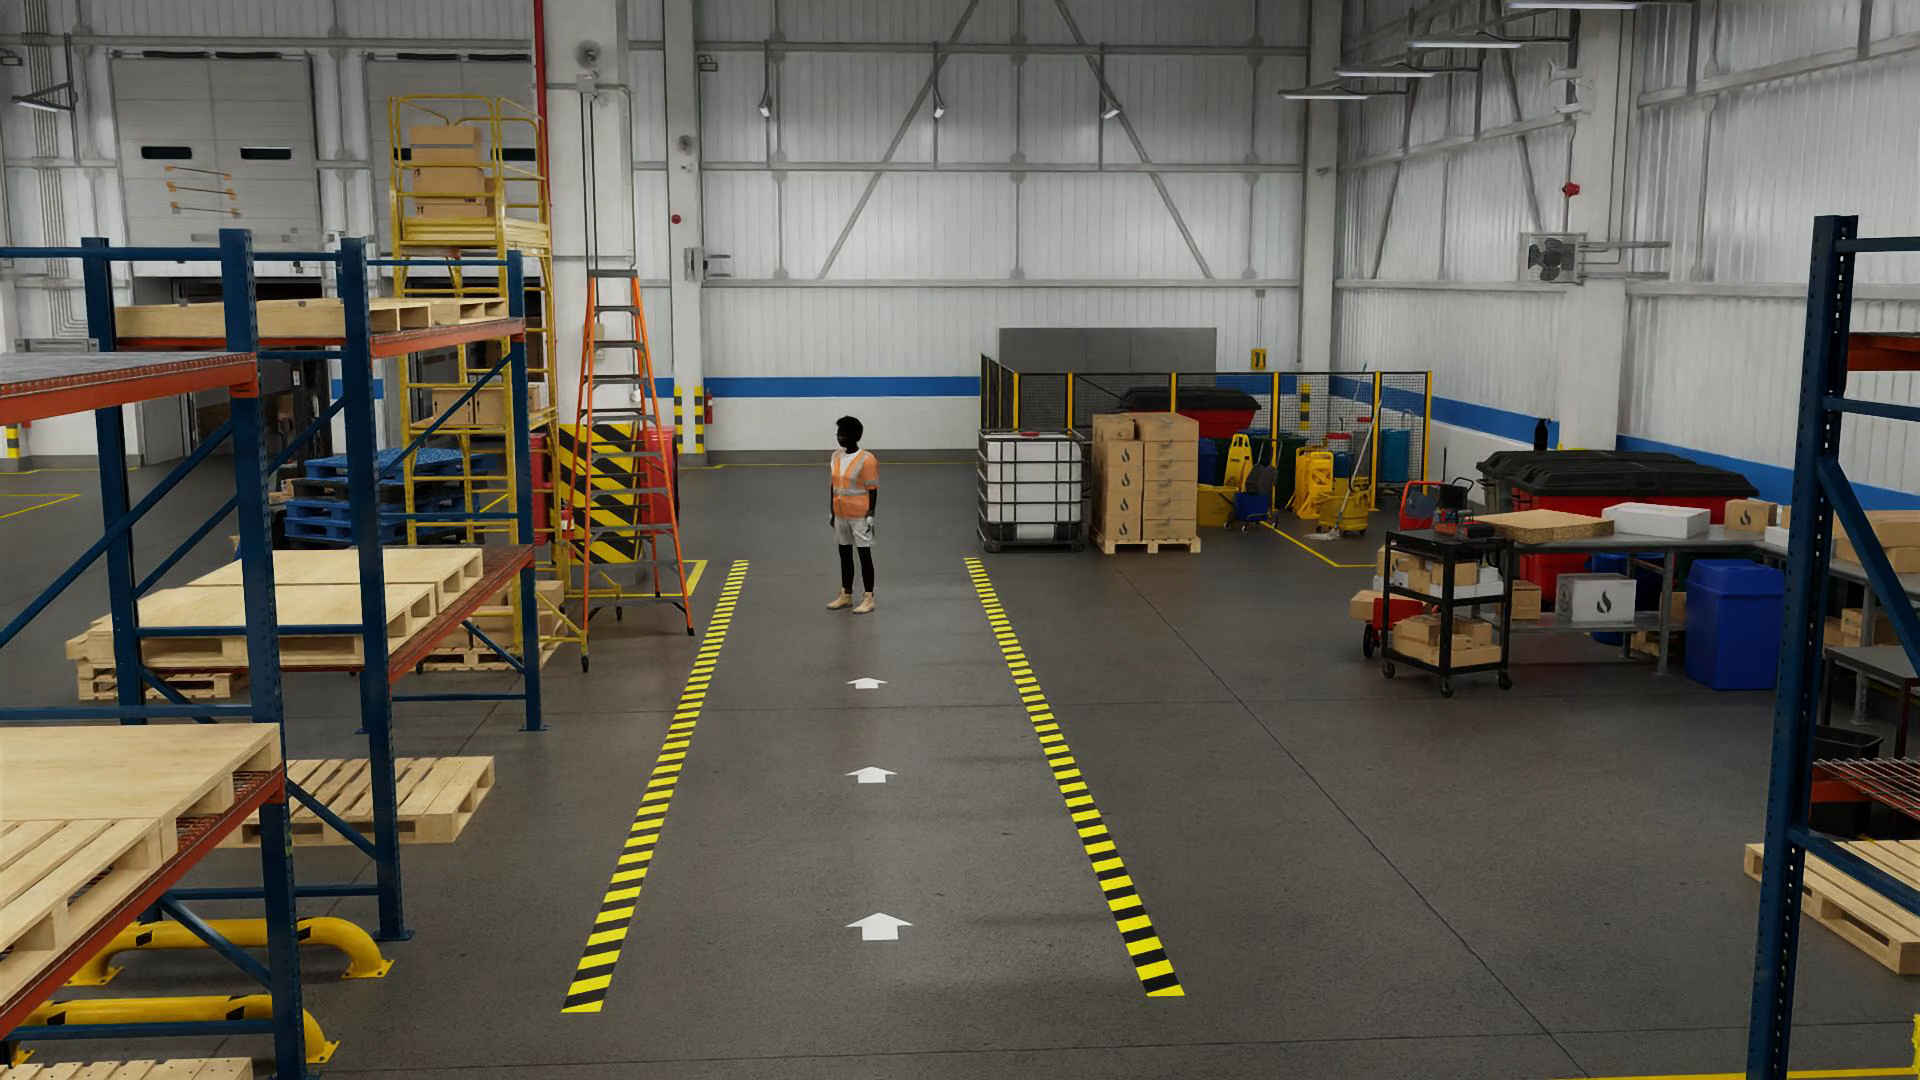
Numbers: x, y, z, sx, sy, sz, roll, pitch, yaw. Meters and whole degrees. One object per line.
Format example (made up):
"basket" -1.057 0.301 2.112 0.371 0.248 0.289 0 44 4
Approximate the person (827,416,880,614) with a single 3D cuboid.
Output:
"person" -0.918 -0.215 14.180 0.540 1.695 0.317 8 12 41

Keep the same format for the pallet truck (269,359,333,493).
"pallet truck" -7.062 -1.131 18.996 1.885 1.965 0.823 2 9 13
